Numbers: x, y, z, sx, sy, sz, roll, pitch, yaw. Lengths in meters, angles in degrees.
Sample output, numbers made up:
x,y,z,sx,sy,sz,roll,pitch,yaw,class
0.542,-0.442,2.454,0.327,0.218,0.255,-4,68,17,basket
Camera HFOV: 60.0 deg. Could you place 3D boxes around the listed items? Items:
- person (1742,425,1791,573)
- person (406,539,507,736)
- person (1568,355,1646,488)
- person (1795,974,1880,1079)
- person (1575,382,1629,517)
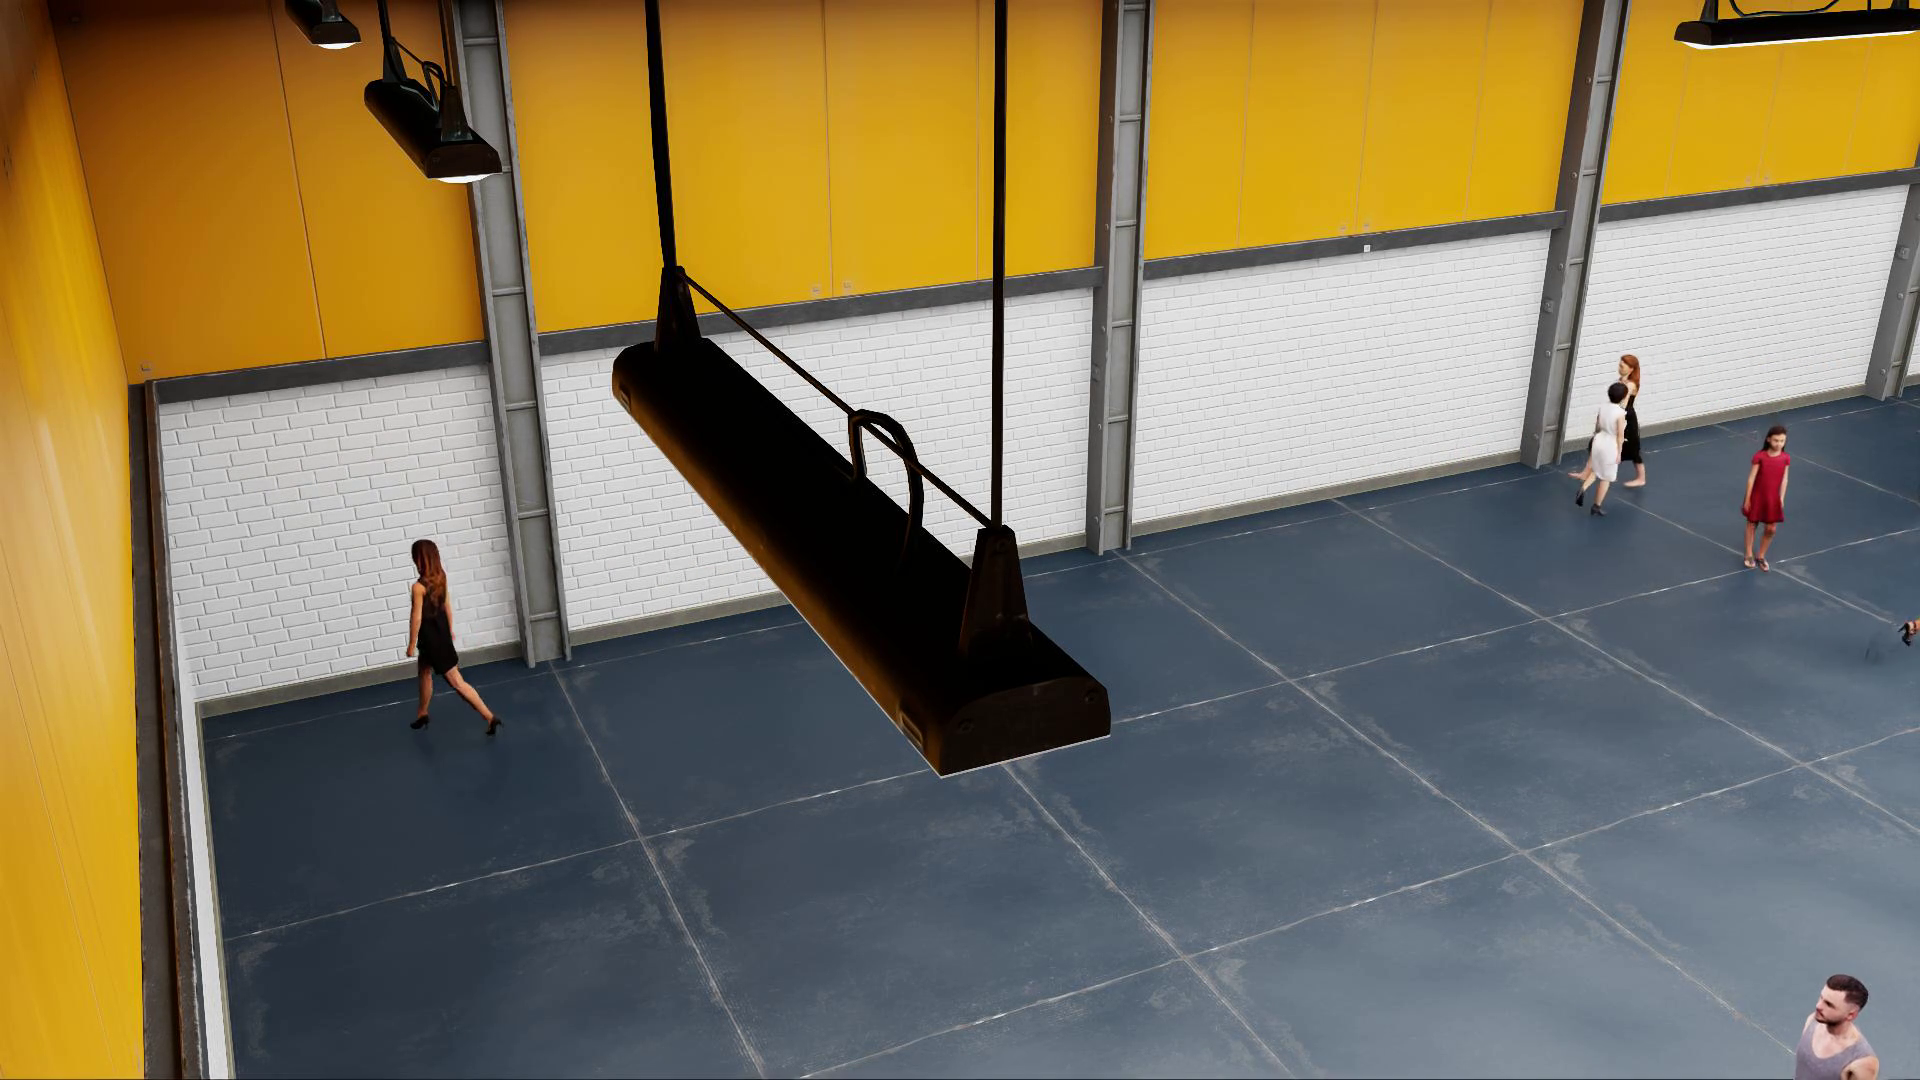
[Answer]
x,y,z,sx,sy,sz,roll,pitch,yaw,class
8.278,-0.474,17.151,0.716,1.544,0.771,4,24,10,person
-4.235,0.887,13.729,1.177,1.791,1.042,5,24,12,person
7.666,-1.319,19.045,1.155,1.575,0.863,0,24,1,person
4.496,3.002,8.569,0.769,1.829,0.691,-6,24,-13,person
7.057,-0.975,18.302,0.697,1.541,0.600,-9,25,-19,person
